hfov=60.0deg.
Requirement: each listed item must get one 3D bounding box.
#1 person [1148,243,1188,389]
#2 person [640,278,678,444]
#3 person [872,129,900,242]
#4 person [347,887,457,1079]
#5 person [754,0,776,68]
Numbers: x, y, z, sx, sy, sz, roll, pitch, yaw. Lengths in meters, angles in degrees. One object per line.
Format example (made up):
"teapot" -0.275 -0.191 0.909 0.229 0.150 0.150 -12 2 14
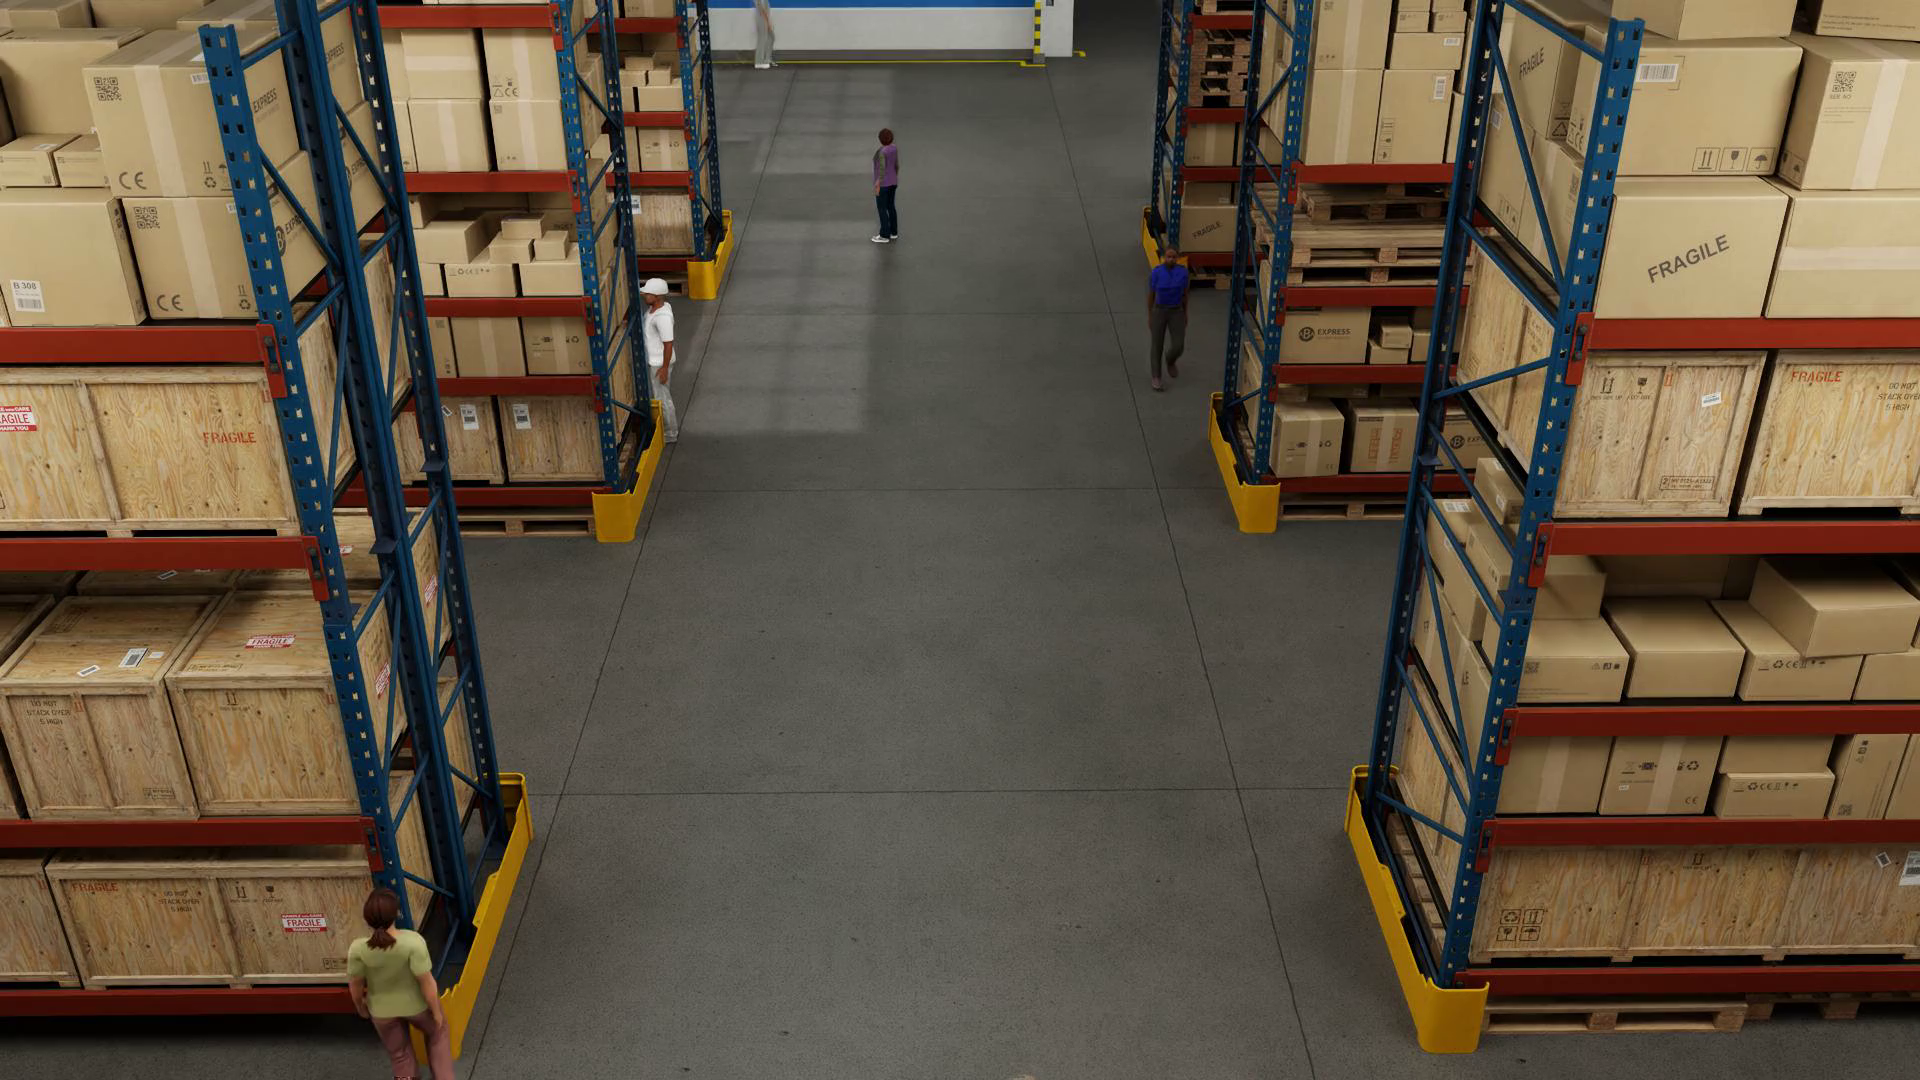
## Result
"person" 2.331 -2.519 18.665 0.465 1.661 0.470 -1 28 -2
"person" -3.168 -1.884 17.410 0.408 1.769 0.566 -8 29 -15
"person" -1.055 -4.989 23.361 0.338 1.601 0.408 18 33 30
"person" -3.101 2.580 9.209 0.465 1.687 0.439 -6 29 -11
"person" -3.895 -10.246 33.022 0.491 1.671 0.474 -9 29 -16
